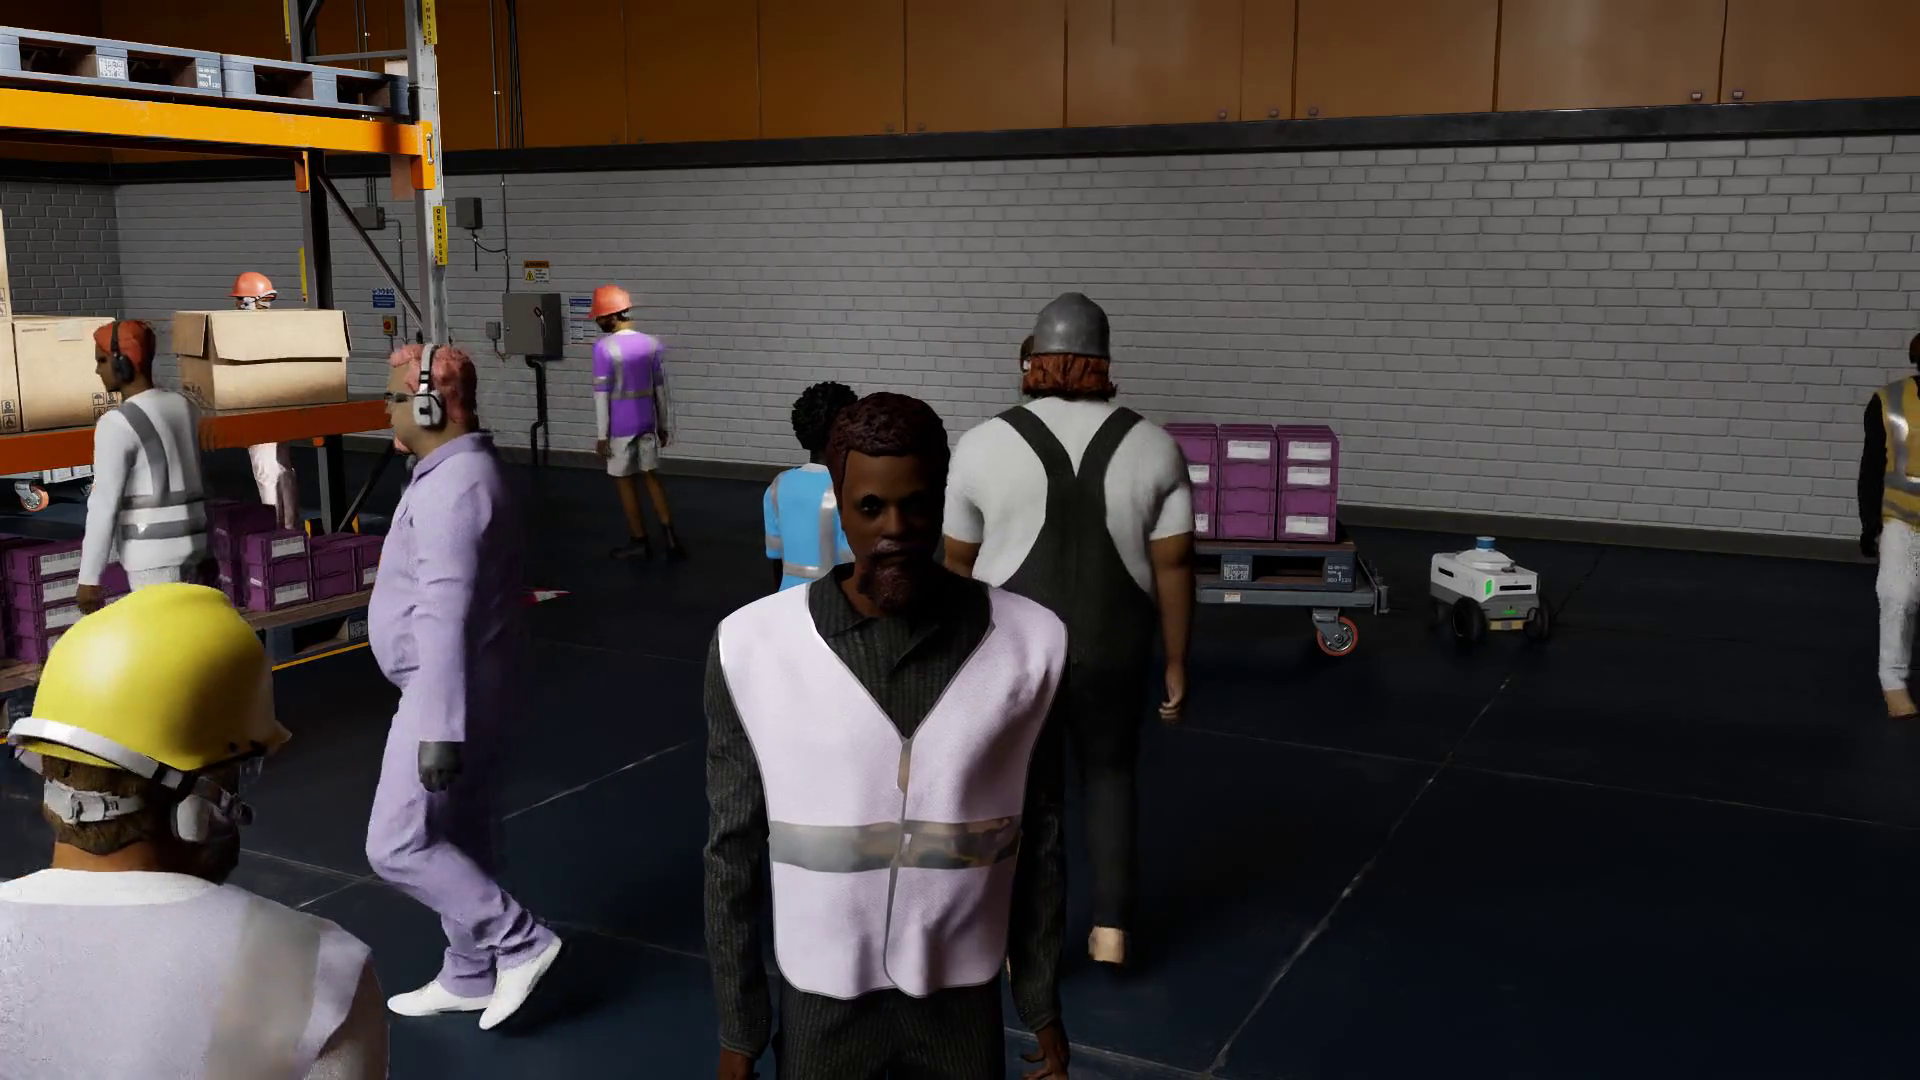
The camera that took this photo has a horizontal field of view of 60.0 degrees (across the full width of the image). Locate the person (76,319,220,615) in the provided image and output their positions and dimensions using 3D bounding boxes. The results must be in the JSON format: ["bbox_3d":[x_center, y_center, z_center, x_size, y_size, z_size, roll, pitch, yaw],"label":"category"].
[{"bbox_3d":[-3.292,0.074,6.546,0.777,1.861,0.609,1,10,4],"label":"person"}]

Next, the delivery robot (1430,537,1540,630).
[{"bbox_3d":[2.897,0.225,9.198,0.477,0.478,0.707,-2,10,-10],"label":"delivery robot"}]

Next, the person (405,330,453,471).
[{"bbox_3d":[-3.409,-0.581,10.968,0.868,1.649,0.534,0,10,-3],"label":"person"}]

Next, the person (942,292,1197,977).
[{"bbox_3d":[0.301,0.286,4.819,0.716,2.000,0.543,0,10,-3],"label":"person"}]

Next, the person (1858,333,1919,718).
[{"bbox_3d":[4.409,-0.059,7.537,0.633,1.809,0.529,4,11,21],"label":"person"}]

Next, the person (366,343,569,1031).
[{"bbox_3d":[-1.377,0.421,4.466,0.442,1.892,0.680,-1,10,-8],"label":"person"}]

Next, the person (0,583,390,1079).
[{"bbox_3d":[-0.881,0.929,1.858,0.580,1.773,0.938,-1,10,-7],"label":"person"}]

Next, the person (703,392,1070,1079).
[{"bbox_3d":[-0.109,0.718,2.671,0.590,1.919,0.391,-2,10,-13],"label":"person"}]

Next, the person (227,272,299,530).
[{"bbox_3d":[-4.854,-0.841,11.534,0.444,1.994,0.618,0,10,0],"label":"person"}]

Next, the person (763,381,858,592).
[{"bbox_3d":[-0.450,0.312,5.660,0.321,1.697,0.529,-9,13,-42],"label":"person"}]

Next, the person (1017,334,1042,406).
[{"bbox_3d":[0.628,-0.594,11.177,0.763,1.597,0.512,-7,12,-34],"label":"person"}]

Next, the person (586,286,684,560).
[{"bbox_3d":[-2.239,-0.780,11.407,0.523,1.907,0.621,7,12,36],"label":"person"}]
